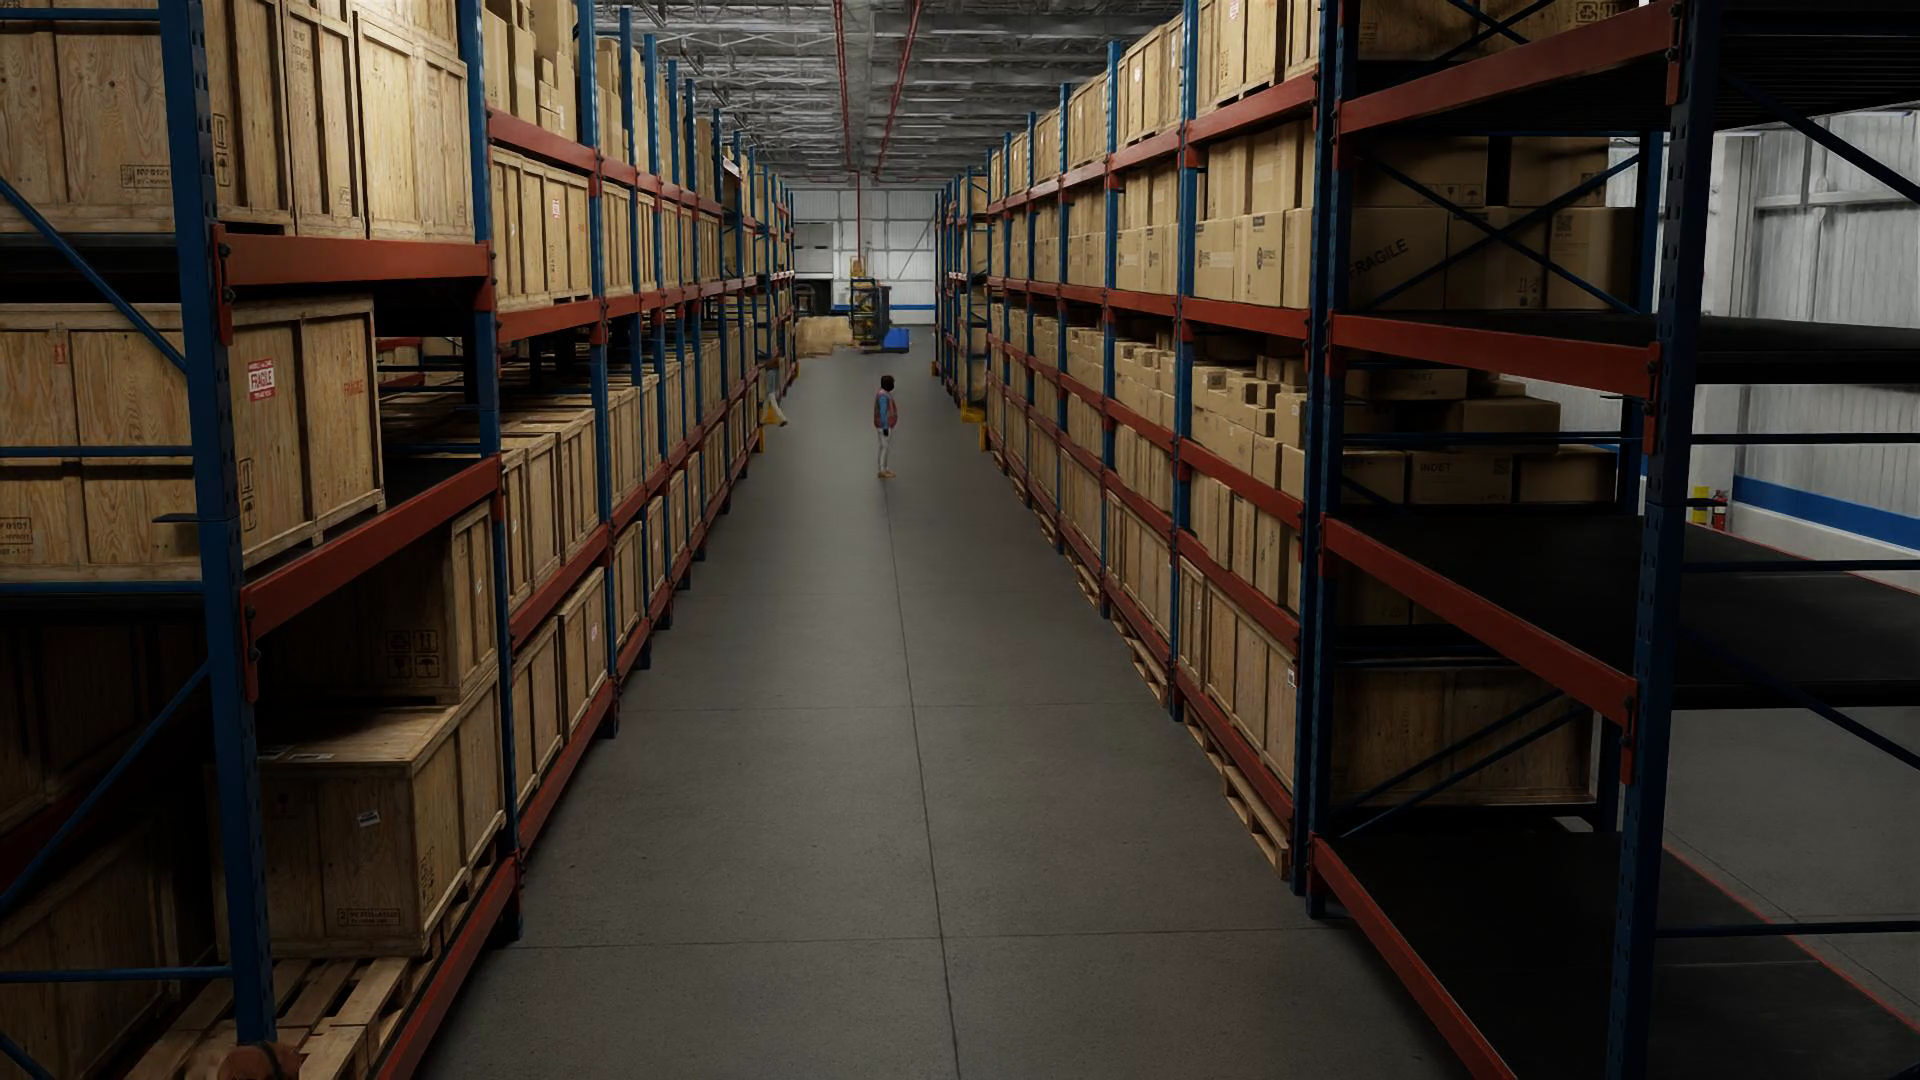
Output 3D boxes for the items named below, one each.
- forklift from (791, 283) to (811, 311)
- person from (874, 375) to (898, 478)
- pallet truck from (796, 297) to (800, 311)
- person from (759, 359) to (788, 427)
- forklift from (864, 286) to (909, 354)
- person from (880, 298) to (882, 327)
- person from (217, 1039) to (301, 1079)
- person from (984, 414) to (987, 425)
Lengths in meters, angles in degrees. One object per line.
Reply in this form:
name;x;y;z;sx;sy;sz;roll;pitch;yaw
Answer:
forklift;-7.481;-10.728;78.548;1.129;2.768;1.873;-2;10;-10
person;-1.324;-2.032;29.744;0.429;1.836;0.633;0;10;0
pallet truck;-8.622;-12.439;91.403;1.885;1.965;0.823;2;10;13
person;-4.400;-3.429;38.783;0.832;1.593;0.510;0;10;1
forklift;-3.059;-9.121;68.949;1.873;2.768;1.129;-1;10;-3
person;-4.070;-11.903;88.438;0.553;1.924;0.556;-4;10;-22
person;-2.093;2.251;4.886;0.857;1.587;0.548;-3;10;-16
person;1.030;-3.600;39.014;1.039;1.857;0.607;-1;10;-3
